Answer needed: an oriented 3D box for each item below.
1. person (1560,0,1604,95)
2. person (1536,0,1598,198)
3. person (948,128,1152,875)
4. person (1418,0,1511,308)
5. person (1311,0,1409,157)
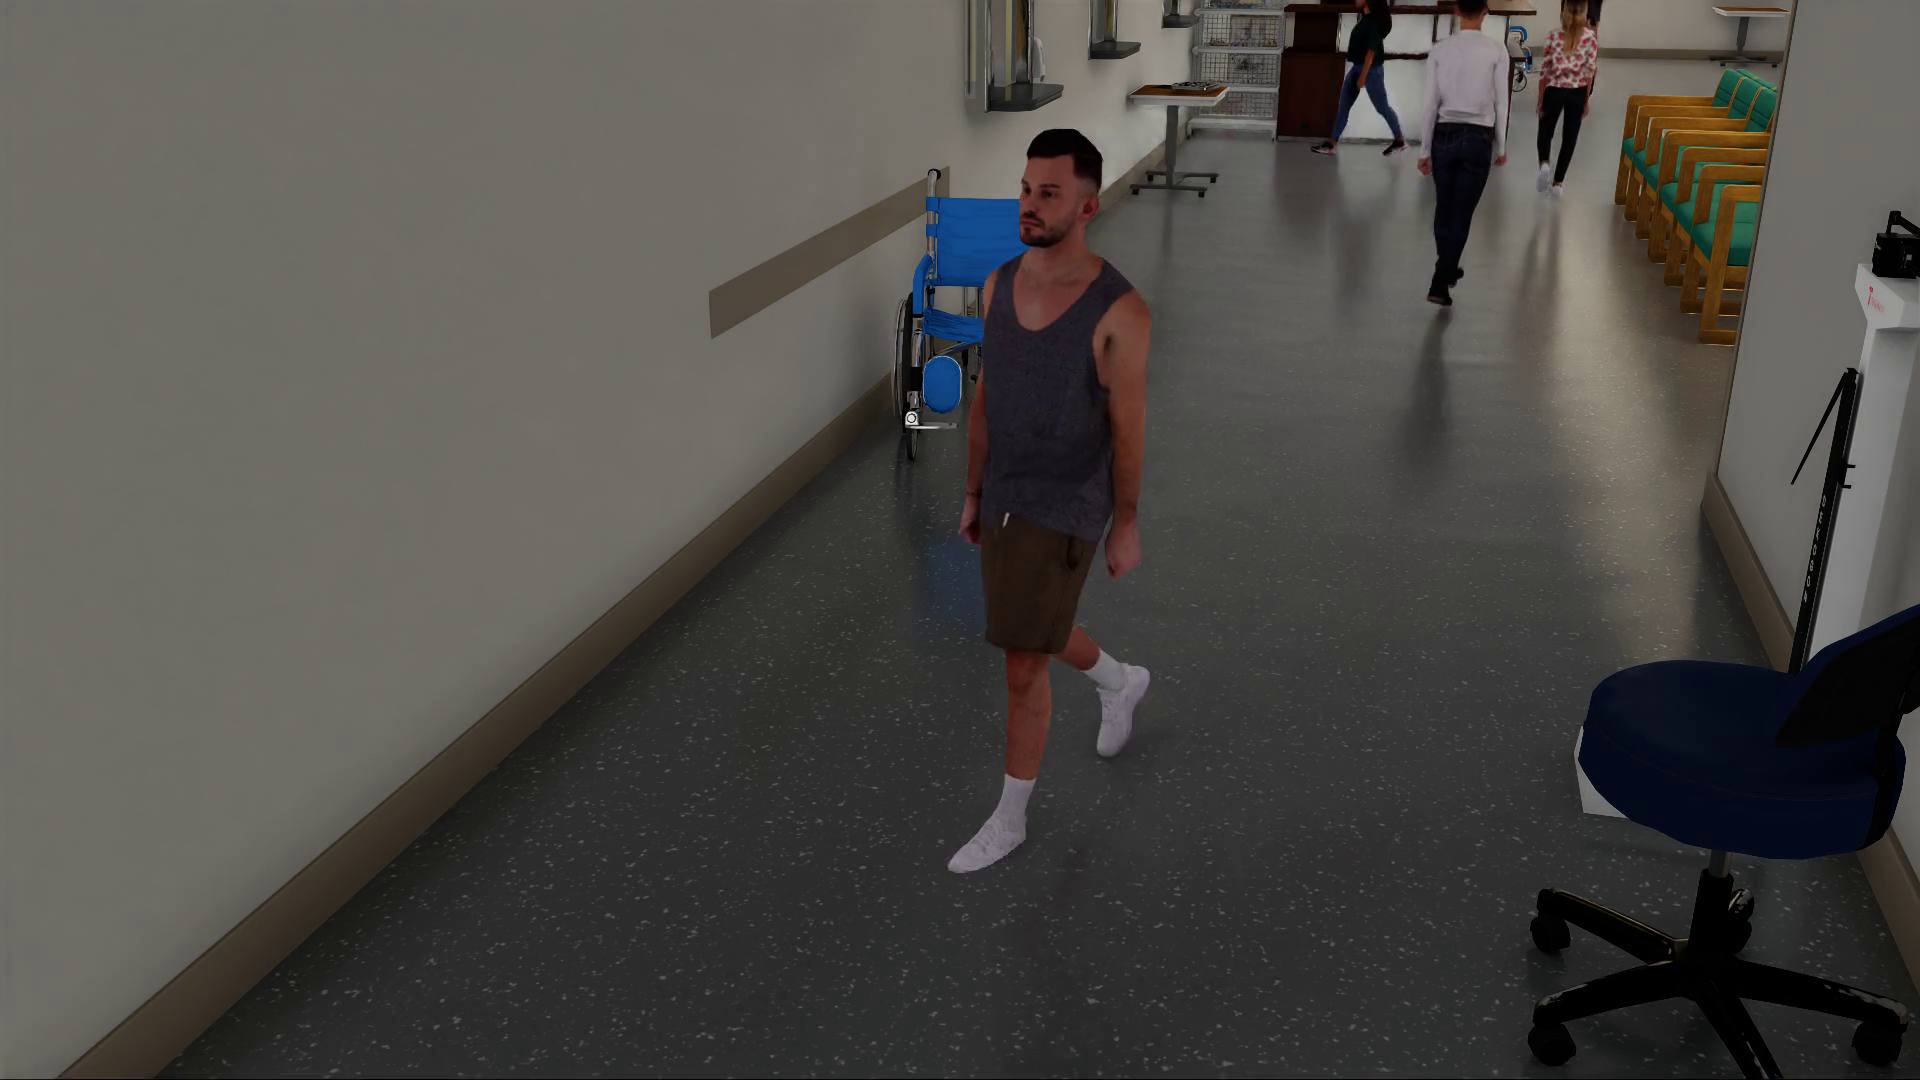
[{"bbox_3d":[7.737,-6.450,20.635,1.070,1.905,0.915,0,21,1],"label":"person"},{"bbox_3d":[4.885,-3.569,13.435,0.771,1.618,0.655,7,22,18],"label":"person"},{"bbox_3d":[0.253,-0.102,4.189,1.171,1.822,1.060,17,27,38],"label":"person"},{"bbox_3d":[2.897,-2.245,9.652,1.244,1.821,0.936,12,24,29],"label":"person"},{"bbox_3d":[3.907,-4.369,15.614,1.231,1.569,0.902,-3,21,-7],"label":"person"}]
